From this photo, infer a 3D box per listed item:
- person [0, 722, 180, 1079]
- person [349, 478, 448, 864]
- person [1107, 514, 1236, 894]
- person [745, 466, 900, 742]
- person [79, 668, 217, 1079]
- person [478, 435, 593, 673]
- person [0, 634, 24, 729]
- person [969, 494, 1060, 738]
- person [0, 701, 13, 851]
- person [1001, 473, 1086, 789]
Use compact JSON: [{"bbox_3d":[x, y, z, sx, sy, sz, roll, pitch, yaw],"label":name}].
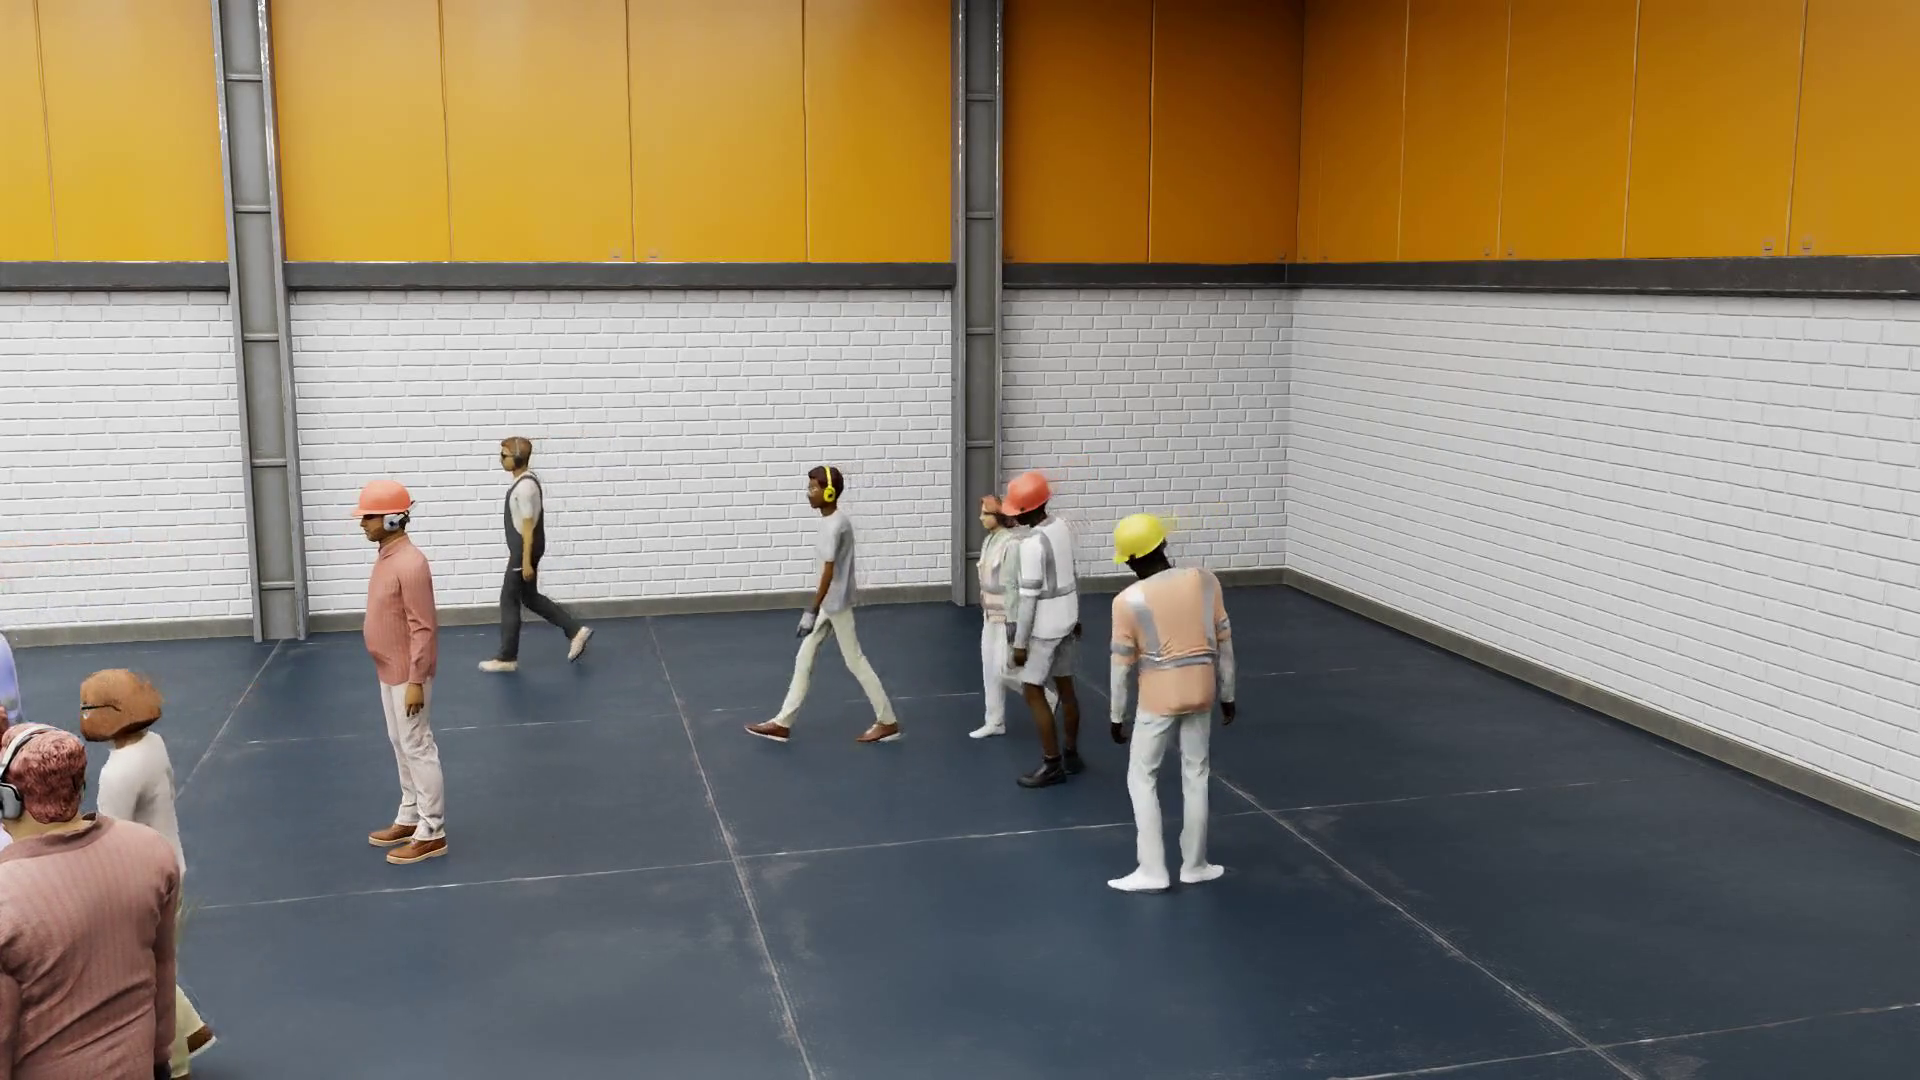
[{"bbox_3d":[-2.308,1.406,4.287,0.407,1.908,0.641,3,10,19],"label":"person"},{"bbox_3d":[-2.904,0.670,8.604,0.397,1.992,0.623,-6,11,-32],"label":"person"},{"bbox_3d":[1.056,0.801,8.193,0.682,1.876,0.374,-3,9,-15],"label":"person"},{"bbox_3d":[-0.853,0.430,10.675,1.011,1.817,0.511,-2,9,-12],"label":"person"},{"bbox_3d":[-2.999,1.263,6.059,0.340,1.618,0.513,-2,9,-14],"label":"person"},{"bbox_3d":[-3.265,0.102,12.679,0.793,1.825,0.521,-2,9,-10],"label":"person"},{"bbox_3d":[-4.227,0.973,7.073,0.969,1.882,0.560,-7,12,-38],"label":"person"},{"bbox_3d":[0.342,0.500,10.809,0.503,1.623,0.519,-4,10,-21],"label":"person"},{"bbox_3d":[-2.697,1.352,4.622,0.642,1.909,0.408,7,12,38],"label":"person"},{"bbox_3d":[0.536,0.516,9.959,0.383,1.894,0.723,5,10,29],"label":"person"}]
